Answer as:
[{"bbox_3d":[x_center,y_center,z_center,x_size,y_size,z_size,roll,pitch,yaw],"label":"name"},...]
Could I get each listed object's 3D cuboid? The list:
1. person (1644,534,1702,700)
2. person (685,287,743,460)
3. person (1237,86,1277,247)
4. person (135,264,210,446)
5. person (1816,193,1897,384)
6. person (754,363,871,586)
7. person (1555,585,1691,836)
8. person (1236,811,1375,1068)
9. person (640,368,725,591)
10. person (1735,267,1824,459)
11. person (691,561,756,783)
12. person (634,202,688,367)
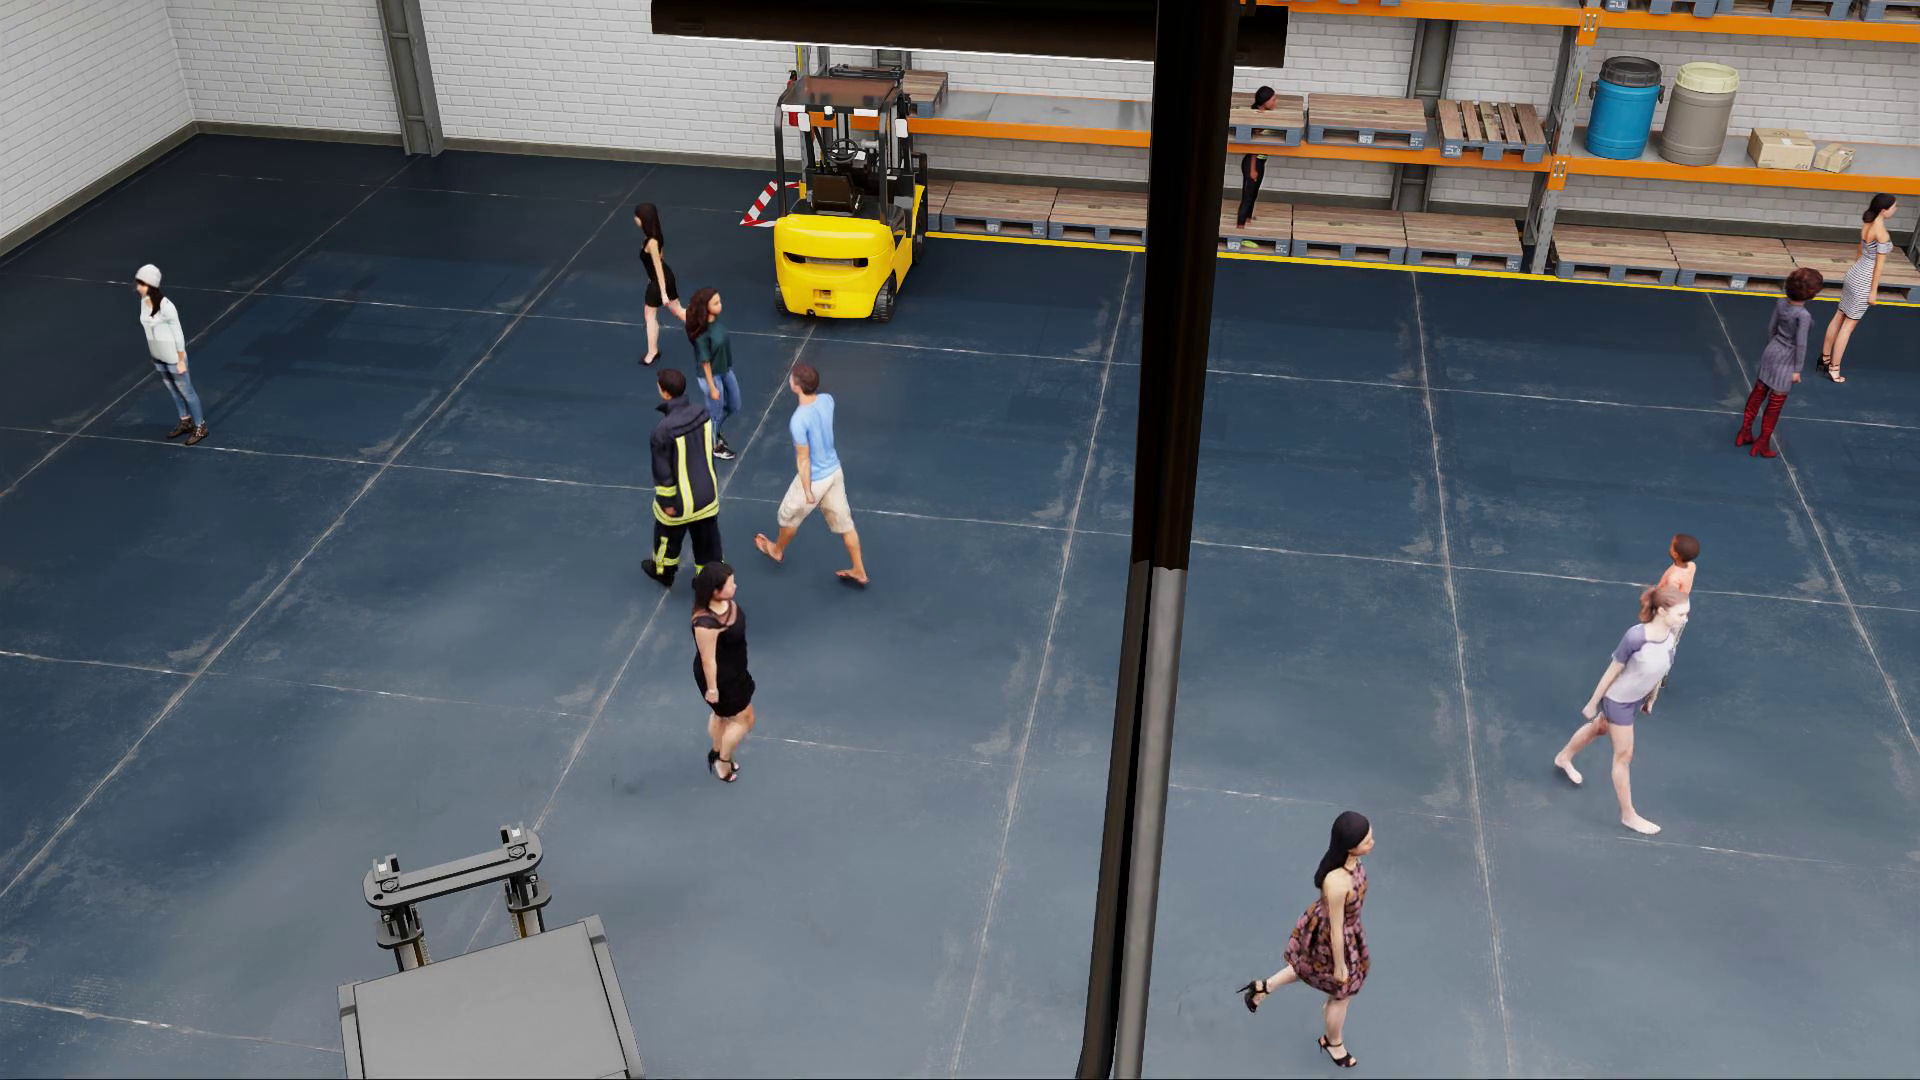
[{"bbox_3d":[4.921,0.520,11.527,0.598,1.309,0.560,27,42,34],"label":"person"},{"bbox_3d":[-2.163,-1.408,14.162,0.653,1.604,0.629,10,35,15],"label":"person"},{"bbox_3d":[3.173,-4.056,18.010,0.583,1.754,0.602,14,36,19],"label":"person"},{"bbox_3d":[-6.872,-1.619,14.440,0.550,1.647,0.690,18,38,25],"label":"person"},{"bbox_3d":[8.291,-2.337,15.362,0.555,1.822,0.612,2,34,4],"label":"person"},{"bbox_3d":[-0.987,-0.442,12.524,1.331,1.809,1.032,23,40,30],"label":"person"},{"bbox_3d":[4.127,0.968,10.495,1.071,1.706,1.095,-18,38,-25],"label":"person"},{"bbox_3d":[1.898,2.098,8.745,0.955,1.761,0.720,10,35,15],"label":"person"},{"bbox_3d":[-1.964,-0.360,12.318,1.176,1.899,1.072,24,41,32],"label":"person"},{"bbox_3d":[7.013,-1.520,14.233,0.626,1.712,0.649,-7,34,-10],"label":"person"},{"bbox_3d":[-1.611,0.863,10.655,0.714,1.704,0.726,-4,34,-6],"label":"person"},{"bbox_3d":[-2.719,-2.387,15.619,1.055,1.621,0.716,-2,34,-3],"label":"person"}]
